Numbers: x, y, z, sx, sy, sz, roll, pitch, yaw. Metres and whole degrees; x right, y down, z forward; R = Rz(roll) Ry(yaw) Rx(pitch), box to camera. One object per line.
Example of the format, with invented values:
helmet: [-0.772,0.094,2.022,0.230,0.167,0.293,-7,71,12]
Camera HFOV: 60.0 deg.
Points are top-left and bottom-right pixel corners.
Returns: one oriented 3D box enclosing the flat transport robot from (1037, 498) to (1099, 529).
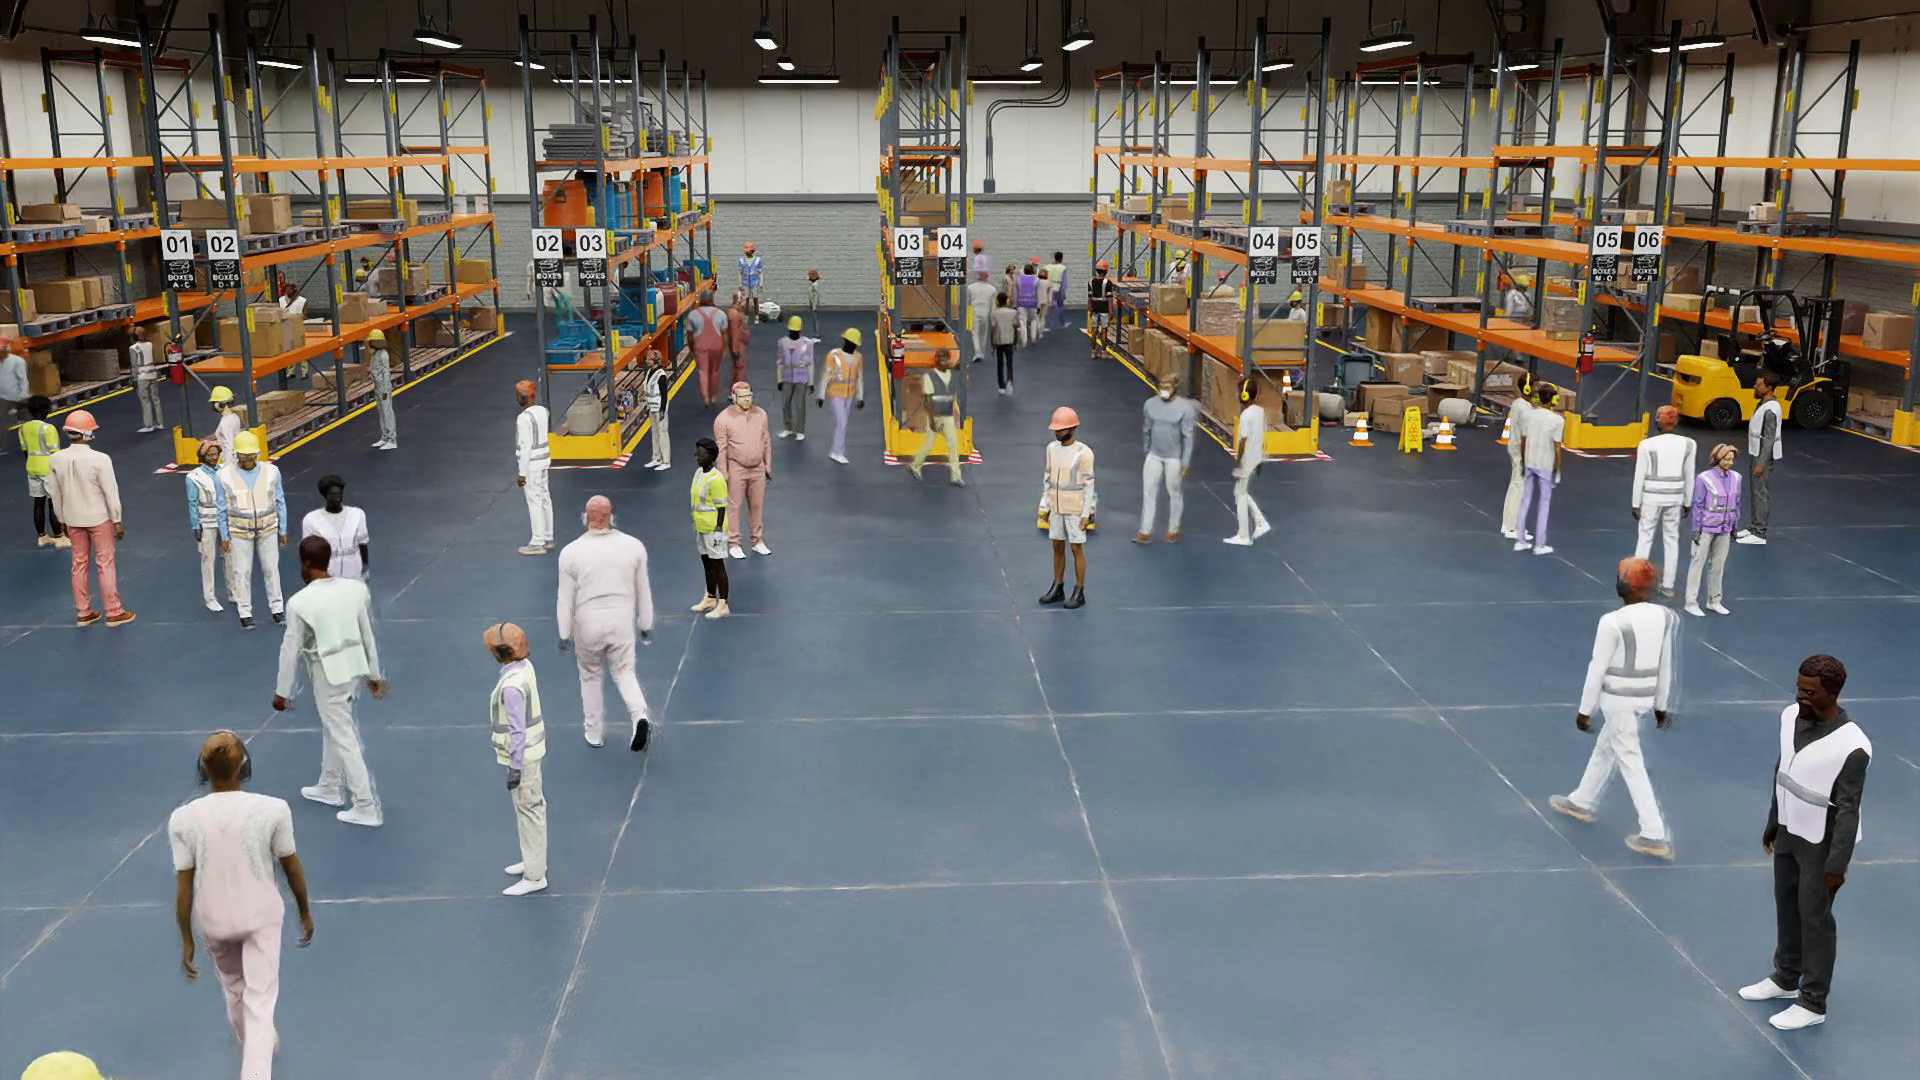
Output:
flat transport robot: [1.288,-0.373,19.640,0.652,0.197,1.431,2,13,7]

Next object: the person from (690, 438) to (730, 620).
person: [-2.337,-0.114,15.480,0.315,1.698,0.541,-8,16,-32]

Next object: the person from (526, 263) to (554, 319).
person: [-9.915,-5.888,39.338,0.607,1.989,1.008,-1,13,-3]

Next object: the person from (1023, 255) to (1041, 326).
person: [1.771,-6.134,40.935,0.588,1.718,0.457,-11,17,-39]

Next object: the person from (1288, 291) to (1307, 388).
person: [6.108,-3.650,30.317,0.319,1.769,0.523,-4,14,-18]

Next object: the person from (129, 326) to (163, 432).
person: [-12.559,-2.476,25.621,0.310,1.636,0.523,3,14,11]

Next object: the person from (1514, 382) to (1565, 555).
person: [6.252,-0.769,17.935,0.345,1.860,0.513,-11,17,-40]

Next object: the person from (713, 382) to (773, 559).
person: [-2.289,-0.746,17.743,0.646,1.900,0.403,-10,16,-35]

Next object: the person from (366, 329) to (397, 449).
person: [-8.427,-2.193,24.194,0.294,1.744,0.484,-9,16,-35]

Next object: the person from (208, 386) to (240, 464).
person: [-8.032,-0.813,18.301,0.326,1.767,0.533,-3,14,-12]

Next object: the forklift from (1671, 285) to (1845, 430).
forklift: [12.503,-2.886,26.166,2.313,2.155,1.214,-1,13,-3]

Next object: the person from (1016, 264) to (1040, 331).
person: [1.679,-5.797,39.826,0.876,1.574,0.512,-5,14,-22]

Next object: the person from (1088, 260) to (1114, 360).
person: [2.920,-4.745,34.361,0.605,2.045,0.376,11,17,39]

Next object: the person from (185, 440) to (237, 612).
person: [-7.046,-0.144,15.759,0.310,1.631,0.510,8,16,32]

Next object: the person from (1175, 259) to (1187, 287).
person: [5.149,-5.683,38.937,0.324,1.766,0.530,-1,13,-3]

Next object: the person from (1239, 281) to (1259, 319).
person: [5.659,-4.313,33.248,0.578,1.701,0.892,0,13,1]

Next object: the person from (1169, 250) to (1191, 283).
person: [5.402,-6.139,40.623,0.622,1.875,0.419,-6,15,-24]

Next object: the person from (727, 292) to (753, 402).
person: [-3.808,-3.317,28.660,0.430,1.892,0.661,-1,13,-5]

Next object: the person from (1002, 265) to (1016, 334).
person: [1.159,-5.628,38.976,0.307,1.638,0.513,8,15,30]

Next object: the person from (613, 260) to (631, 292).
person: [-7.592,-5.450,37.486,0.410,1.987,0.612,-2,13,-7]

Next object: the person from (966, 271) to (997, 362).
person: [0.417,-4.584,34.142,0.702,1.854,0.953,-1,13,-5]

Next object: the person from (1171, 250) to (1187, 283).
person: [5.204,-5.921,39.595,0.371,1.927,0.588,6,15,24]

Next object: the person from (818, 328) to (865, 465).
person: [-1.594,-1.990,23.048,0.675,1.872,0.724,-12,18,-40]

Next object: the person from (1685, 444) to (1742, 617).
person: [7.050,-0.095,15.550,0.515,1.633,0.312,-4,14,-18]

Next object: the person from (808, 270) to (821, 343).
person: [-3.292,-5.258,37.413,0.281,1.634,0.498,-4,14,-15]

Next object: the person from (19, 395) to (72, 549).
person: [-9.978,-0.741,18.151,0.532,1.693,0.319,6,14,23]

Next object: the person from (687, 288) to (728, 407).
person: [-4.269,-3.294,28.221,0.683,2.000,0.962,-3,14,-13]

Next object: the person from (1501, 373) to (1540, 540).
person: [6.305,-0.947,18.648,0.313,1.869,0.538,2,13,9]

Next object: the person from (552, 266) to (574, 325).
person: [-9.378,-5.767,39.366,0.536,1.721,0.864,-9,16,-34]

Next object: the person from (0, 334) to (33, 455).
person: [-13.635,-2.119,23.944,0.580,1.717,0.877,1,13,3]
